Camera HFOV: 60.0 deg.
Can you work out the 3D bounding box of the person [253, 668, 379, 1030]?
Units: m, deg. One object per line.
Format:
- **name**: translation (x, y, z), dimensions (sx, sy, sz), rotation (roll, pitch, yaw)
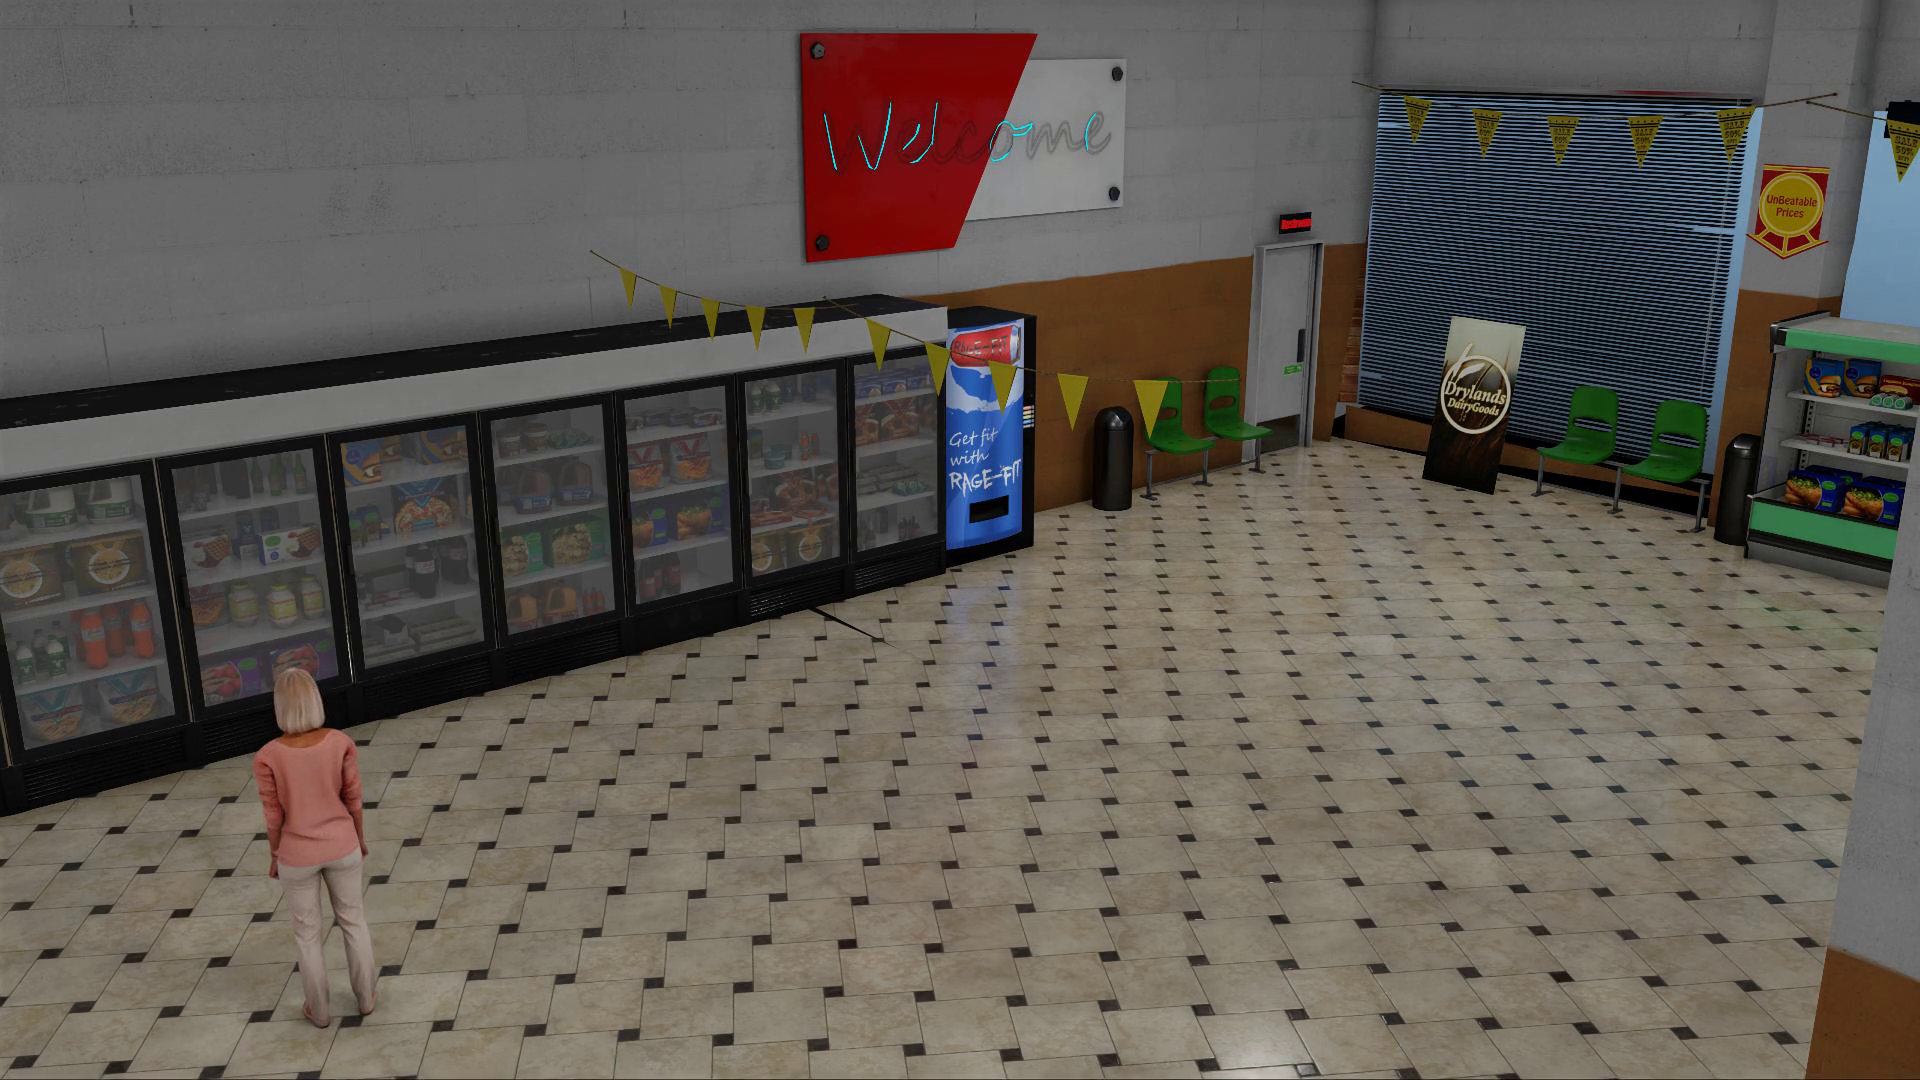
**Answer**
- **person**: translation (-2.947, 1.405, 7.618), dimensions (0.633, 1.724, 0.565), rotation (-10, 20, -30)
